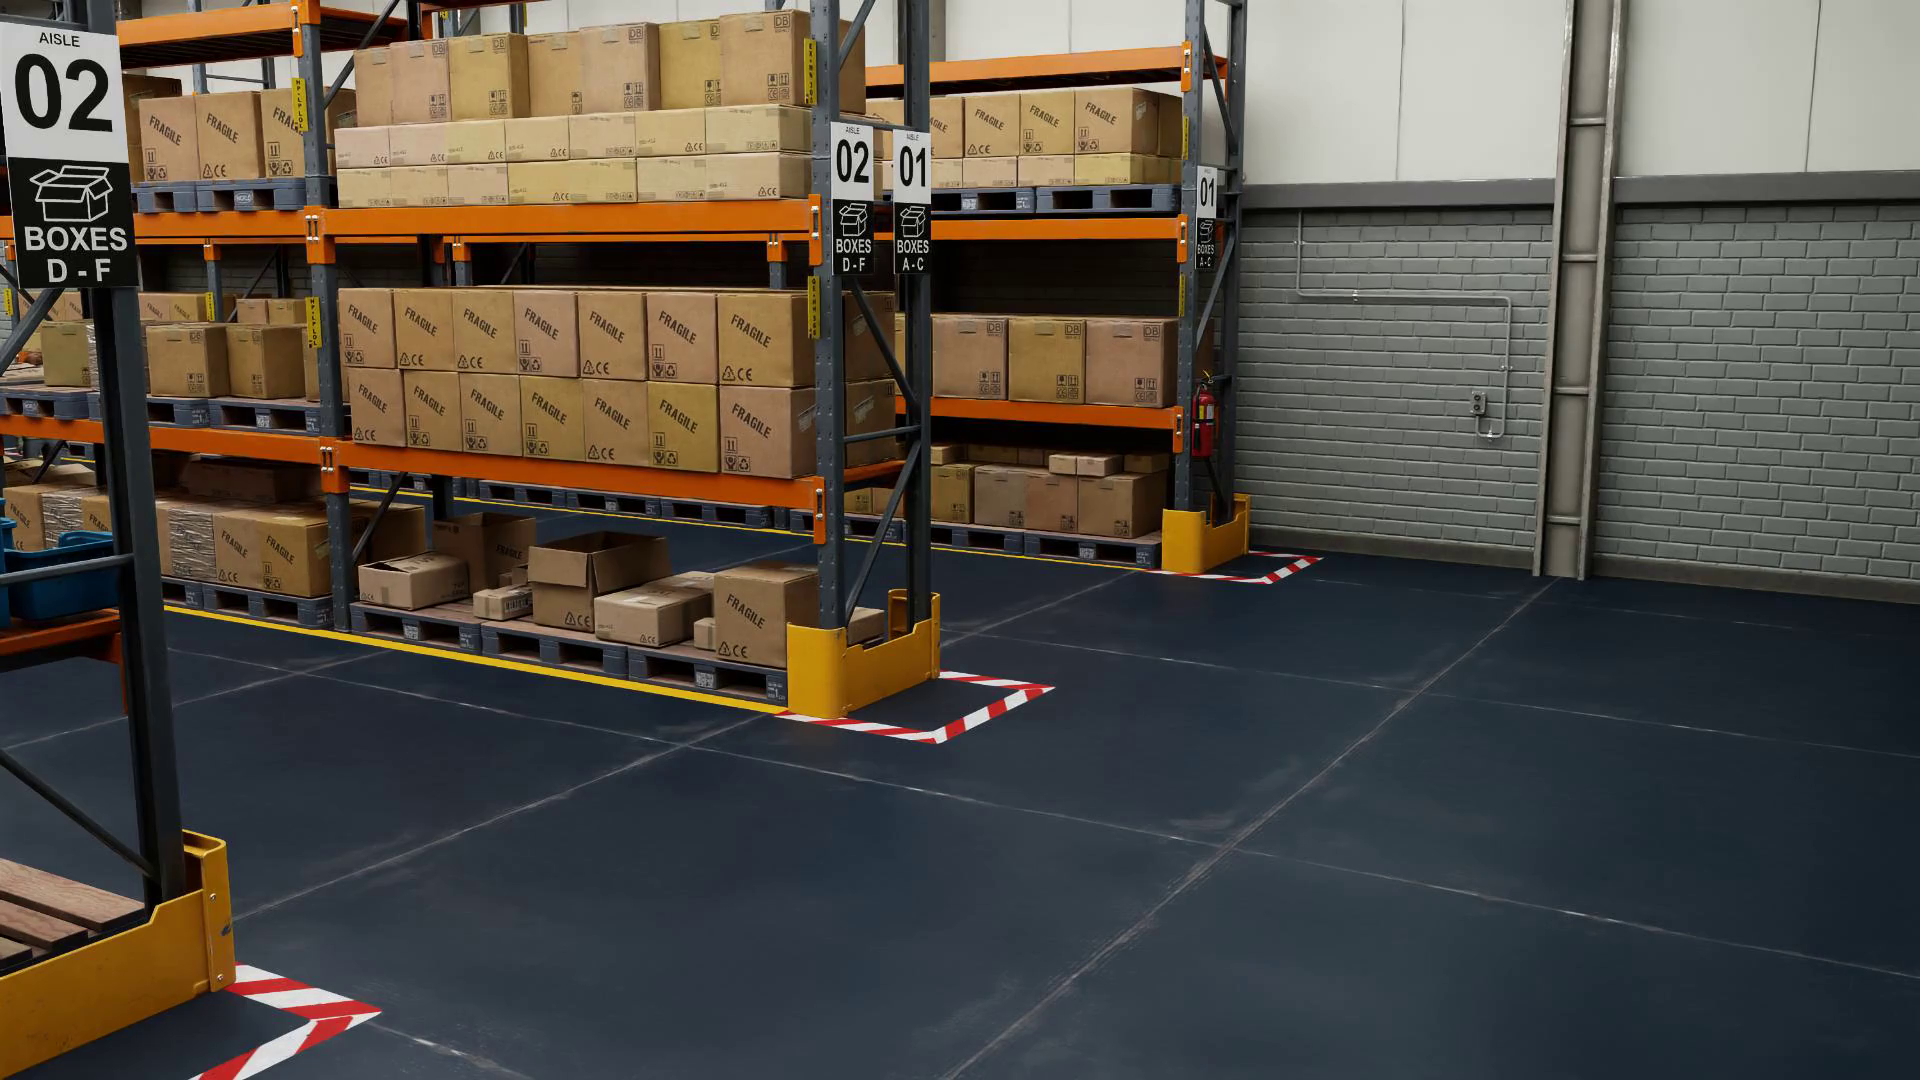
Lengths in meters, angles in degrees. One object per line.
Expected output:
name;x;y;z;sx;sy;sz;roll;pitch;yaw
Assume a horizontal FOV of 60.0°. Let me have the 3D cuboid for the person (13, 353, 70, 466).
person;-8.638;-0.942;15.636;0.277;1.636;0.507;6;11;32
